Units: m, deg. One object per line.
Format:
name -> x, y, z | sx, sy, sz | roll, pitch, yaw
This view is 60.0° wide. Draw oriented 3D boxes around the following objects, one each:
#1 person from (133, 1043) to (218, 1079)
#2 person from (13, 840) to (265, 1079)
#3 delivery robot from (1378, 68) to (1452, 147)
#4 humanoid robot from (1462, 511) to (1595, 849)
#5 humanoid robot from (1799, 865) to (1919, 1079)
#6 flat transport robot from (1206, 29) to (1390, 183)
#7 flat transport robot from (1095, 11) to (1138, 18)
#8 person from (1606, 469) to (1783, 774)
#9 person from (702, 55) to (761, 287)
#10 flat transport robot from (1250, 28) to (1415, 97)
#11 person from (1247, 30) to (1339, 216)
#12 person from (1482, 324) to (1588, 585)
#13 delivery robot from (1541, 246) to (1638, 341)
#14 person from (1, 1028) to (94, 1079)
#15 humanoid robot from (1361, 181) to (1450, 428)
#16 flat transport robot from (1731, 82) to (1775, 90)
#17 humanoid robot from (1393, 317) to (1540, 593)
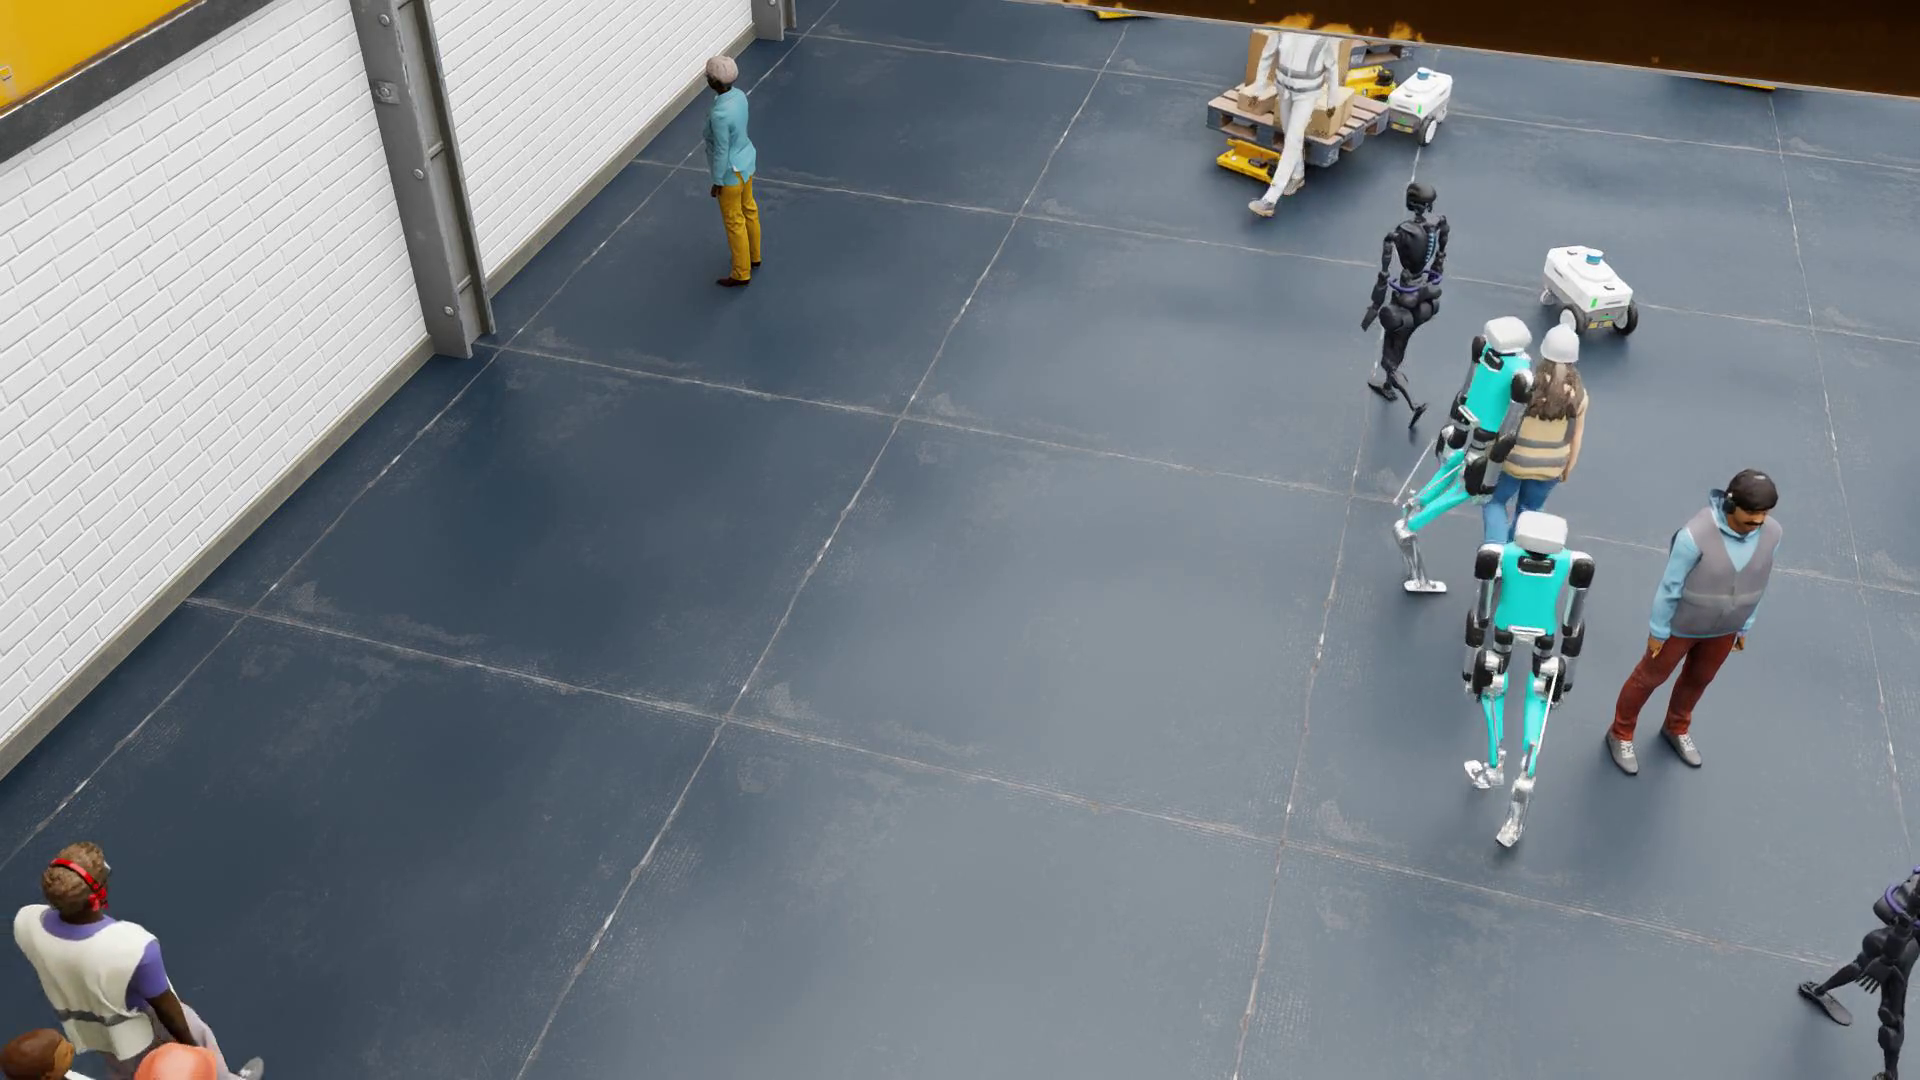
person -> -2.476, 2.367, 5.730 | 0.551, 1.935, 0.363 | -4, 39, -5
person -> -3.226, 1.874, 6.442 | 0.565, 1.814, 0.814 | 5, 39, 6
delivery robot -> 3.988, -3.807, 14.520 | 0.499, 0.606, 0.796 | 24, 45, 27
humanoid robot -> 2.596, 0.783, 7.881 | 0.592, 1.773, 0.884 | 12, 40, 14
humanoid robot -> 4.023, 1.619, 6.887 | 0.612, 1.633, 0.719 | -22, 44, -25
flat transport robot -> 2.880, -3.441, 14.285 | 0.659, 0.231, 1.431 | 29, 47, 31
flat transport robot -> 1.609, -5.725, 17.125 | 0.659, 0.231, 1.431 | -5, 39, -7
person -> 3.653, 0.393, 8.242 | 0.530, 1.870, 0.416 | -5, 39, -6
person -> -1.681, -2.699, 12.176 | 0.340, 1.755, 0.522 | 9, 40, 11
flat transport robot -> 3.462, -4.516, 15.622 | 0.659, 0.231, 1.431 | -11, 40, -14
person -> 2.573, -3.471, 13.062 | 0.607, 1.839, 0.994 | 30, 47, 32
person -> 3.215, -0.420, 9.374 | 0.498, 1.713, 0.498 | 6, 39, 8
delivery robot -> 4.533, -1.787, 12.013 | 0.499, 0.612, 0.784 | -9, 40, -11
person -> -3.120, 2.337, 5.921 | 0.774, 1.738, 0.529 | -32, 49, -33
humanoid robot -> 2.980, -1.541, 10.810 | 0.584, 1.628, 0.641 | -20, 43, -23
flat transport robot -> 7.516, -4.680, 15.826 | 0.659, 0.231, 1.431 | 18, 42, 21
humanoid robot -> 2.708, -0.377, 9.355 | 0.756, 1.839, 0.534 | -10, 40, -12
